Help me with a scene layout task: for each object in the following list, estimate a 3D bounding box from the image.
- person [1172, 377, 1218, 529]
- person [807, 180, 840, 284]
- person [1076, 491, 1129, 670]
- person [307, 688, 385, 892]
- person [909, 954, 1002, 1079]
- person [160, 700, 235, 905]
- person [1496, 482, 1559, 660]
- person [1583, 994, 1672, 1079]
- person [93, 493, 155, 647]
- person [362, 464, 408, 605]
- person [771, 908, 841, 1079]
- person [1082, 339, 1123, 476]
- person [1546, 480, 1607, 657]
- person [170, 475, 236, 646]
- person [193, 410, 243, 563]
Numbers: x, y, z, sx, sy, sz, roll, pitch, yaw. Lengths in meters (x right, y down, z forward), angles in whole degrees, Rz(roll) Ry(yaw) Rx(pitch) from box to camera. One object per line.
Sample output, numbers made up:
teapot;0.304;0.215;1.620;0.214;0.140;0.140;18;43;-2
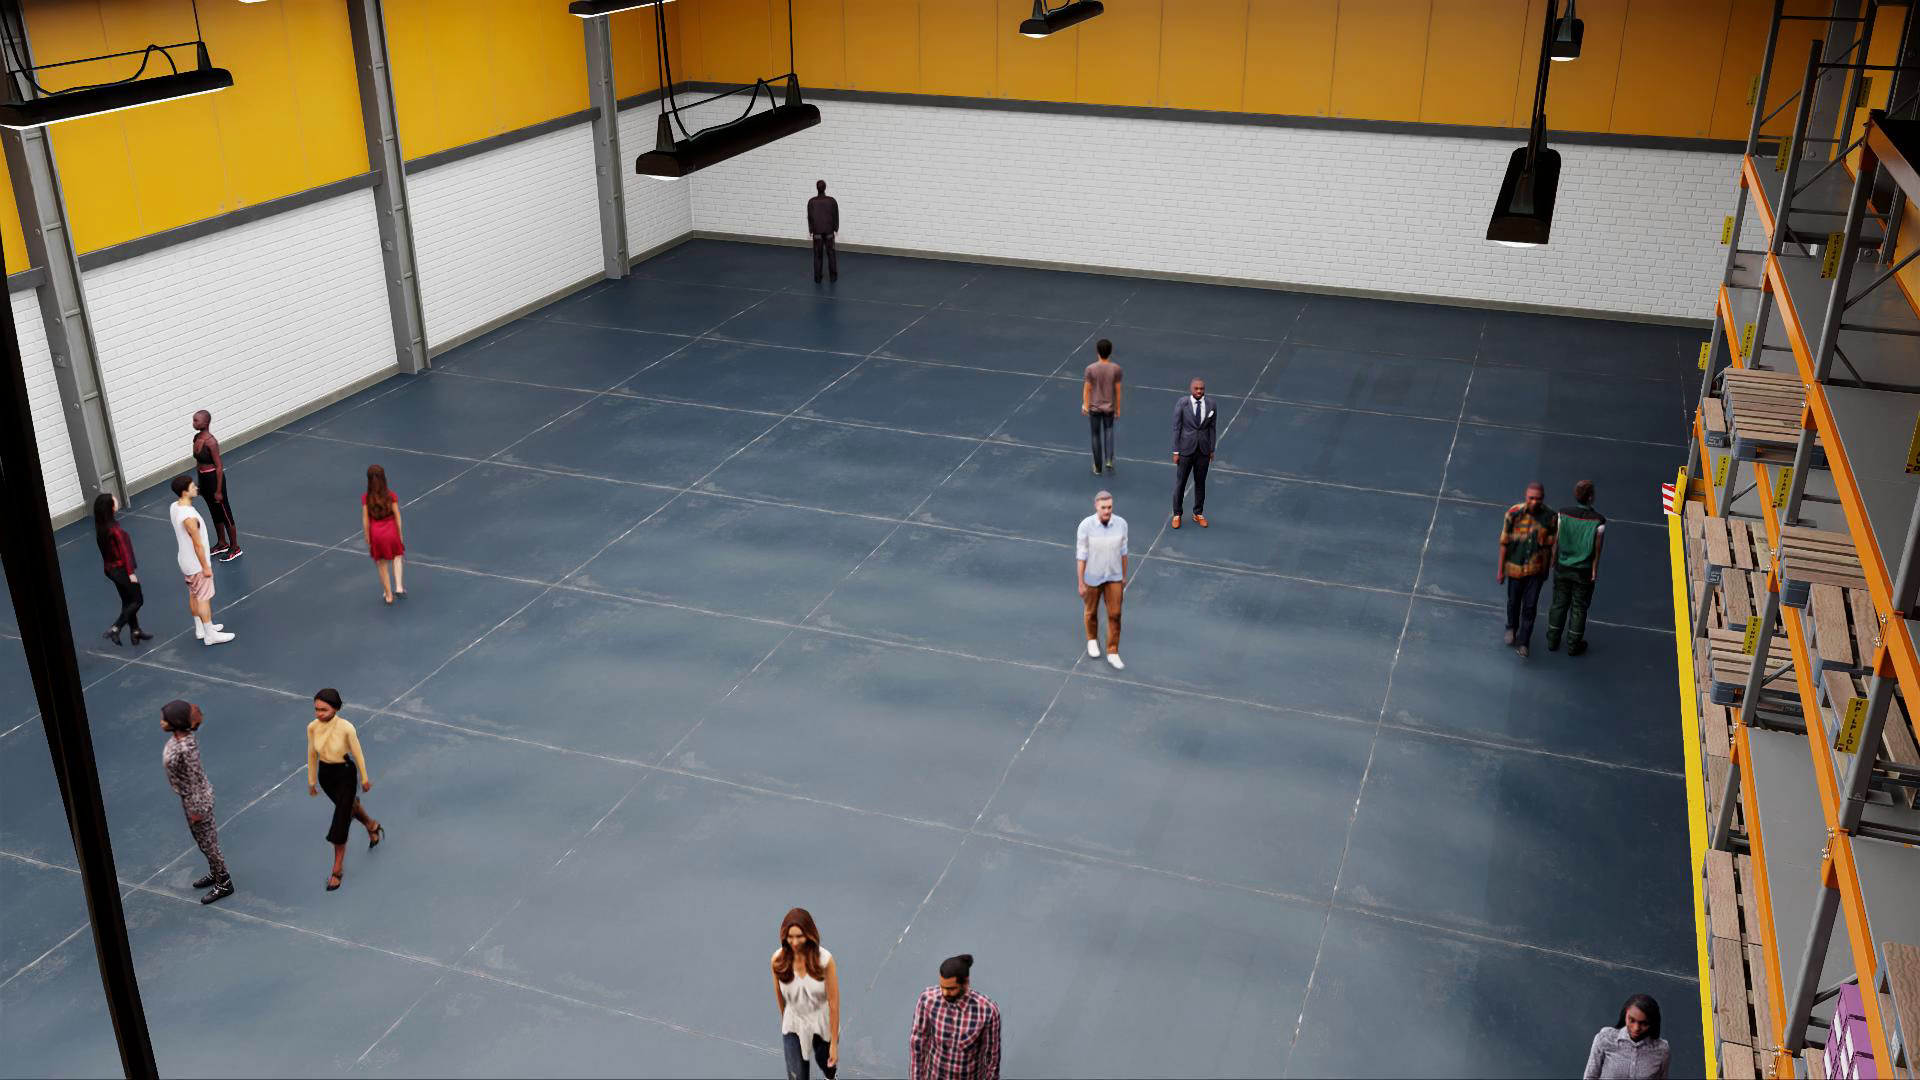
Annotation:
person;2.758;-1.055;19.671;0.783;1.824;0.776;-3;24;-7
person;-2.467;-5.563;29.966;0.799;1.838;0.758;-3;24;-7
person;1.389;0.325;16.536;0.942;1.805;1.043;-4;24;-8
person;-4.870;1.893;13.189;0.664;1.613;1.047;6;24;12
person;-0.018;3.199;10.073;0.708;1.716;1.110;6;24;13
person;-5.891;2.000;12.818;0.717;1.713;0.676;-15;28;-31
person;5.707;0.229;16.785;0.681;1.782;0.955;7;25;16
person;3.840;3.364;9.686;0.596;1.725;0.506;9;25;20
person;-8.492;0.345;16.691;0.713;1.644;0.815;17;29;34
person;-6.128;-0.036;17.694;0.694;1.540;0.755;-10;25;-21
person;-0.909;3.020;10.453;0.833;1.741;1.207;1;24;2
person;1.815;-1.654;21.110;0.745;1.769;0.765;-2;24;-6
person;6.156;0.265;16.628;0.698;1.841;0.671;17;29;33
person;-7.765;0.199;16.847;0.747;1.788;0.733;-19;30;-36
person;-8.429;-0.639;18.802;0.642;1.757;0.622;16;29;33
